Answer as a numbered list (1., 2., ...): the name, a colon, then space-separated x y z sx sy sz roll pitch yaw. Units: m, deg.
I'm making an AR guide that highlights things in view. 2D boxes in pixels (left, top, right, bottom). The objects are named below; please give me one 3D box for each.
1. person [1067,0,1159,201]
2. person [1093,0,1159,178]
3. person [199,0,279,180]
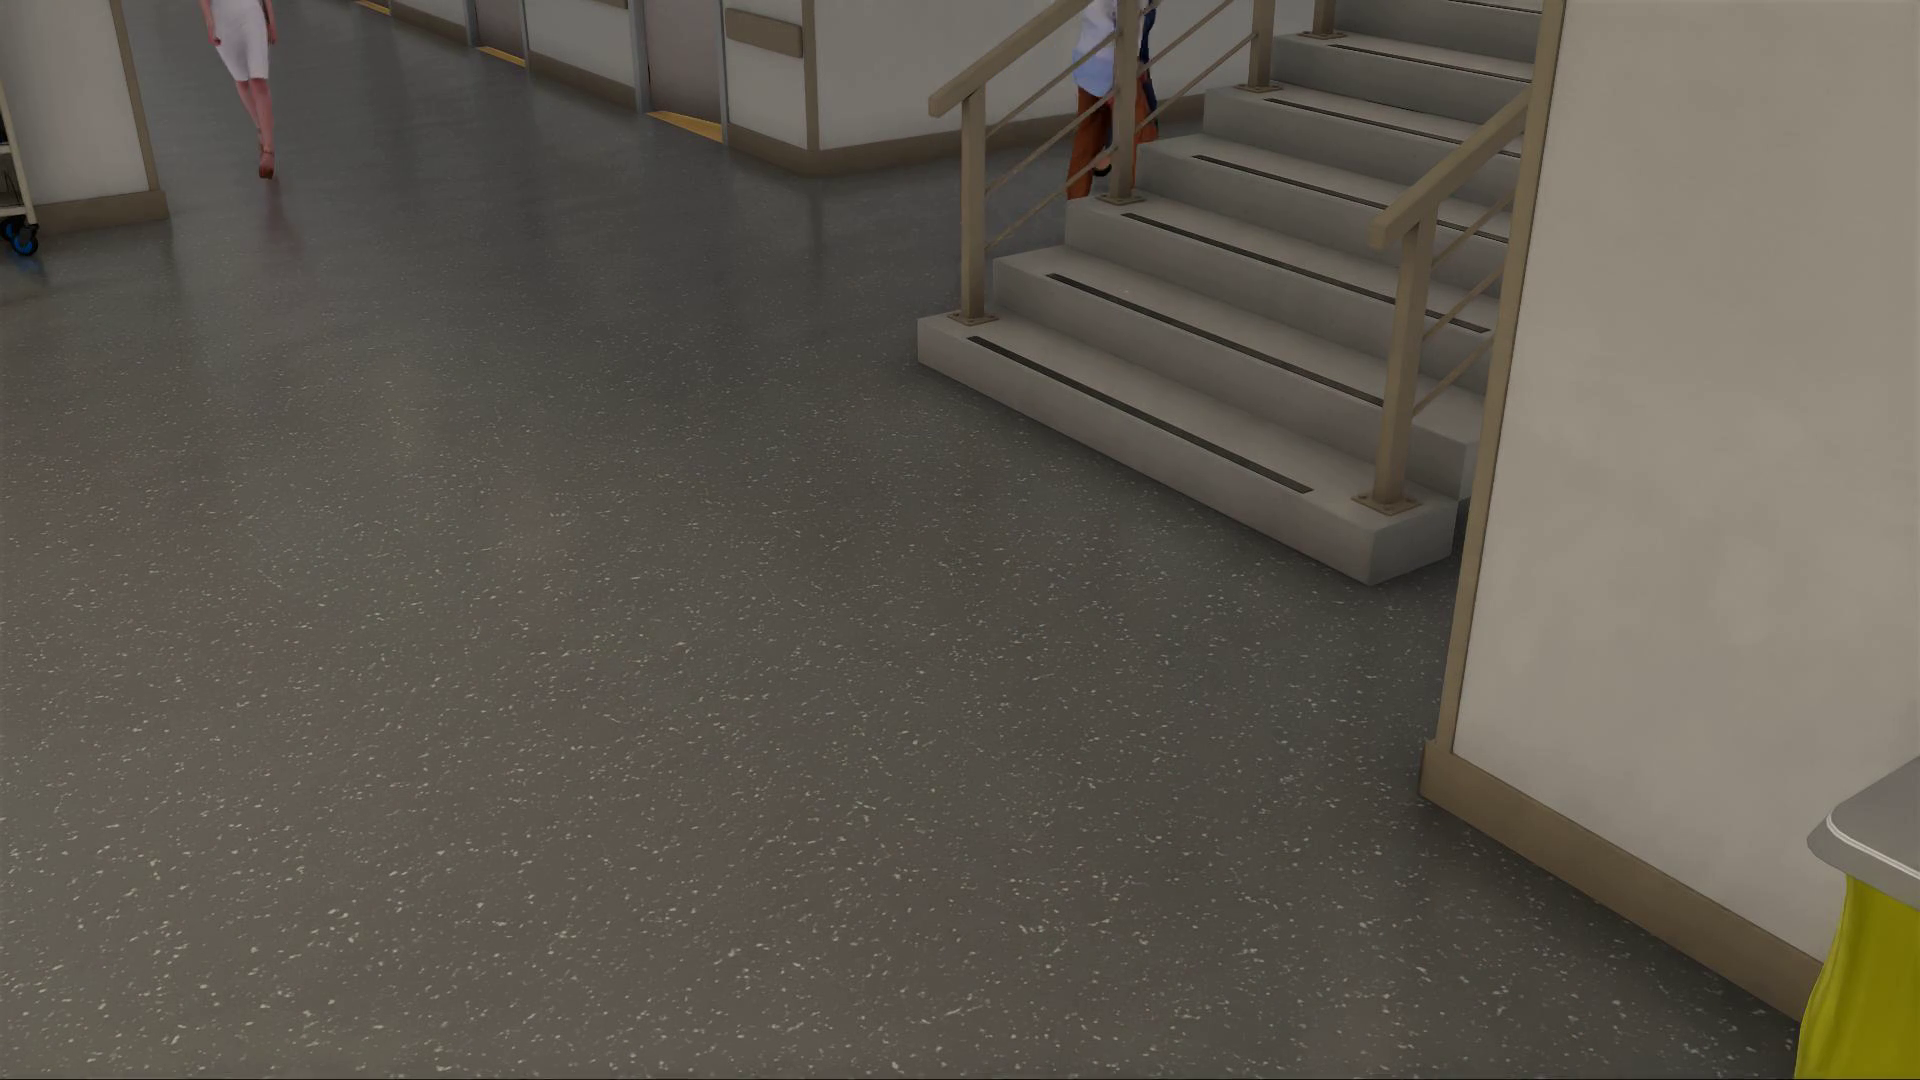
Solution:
1. person: 0.703 -2.428 8.615 0.909 1.793 0.775 -10 28 -21
2. person: 1.063 -3.068 9.962 0.824 1.775 0.765 6 26 12
3. person: -4.338 -3.064 9.997 1.126 1.737 0.872 -9 27 -18
